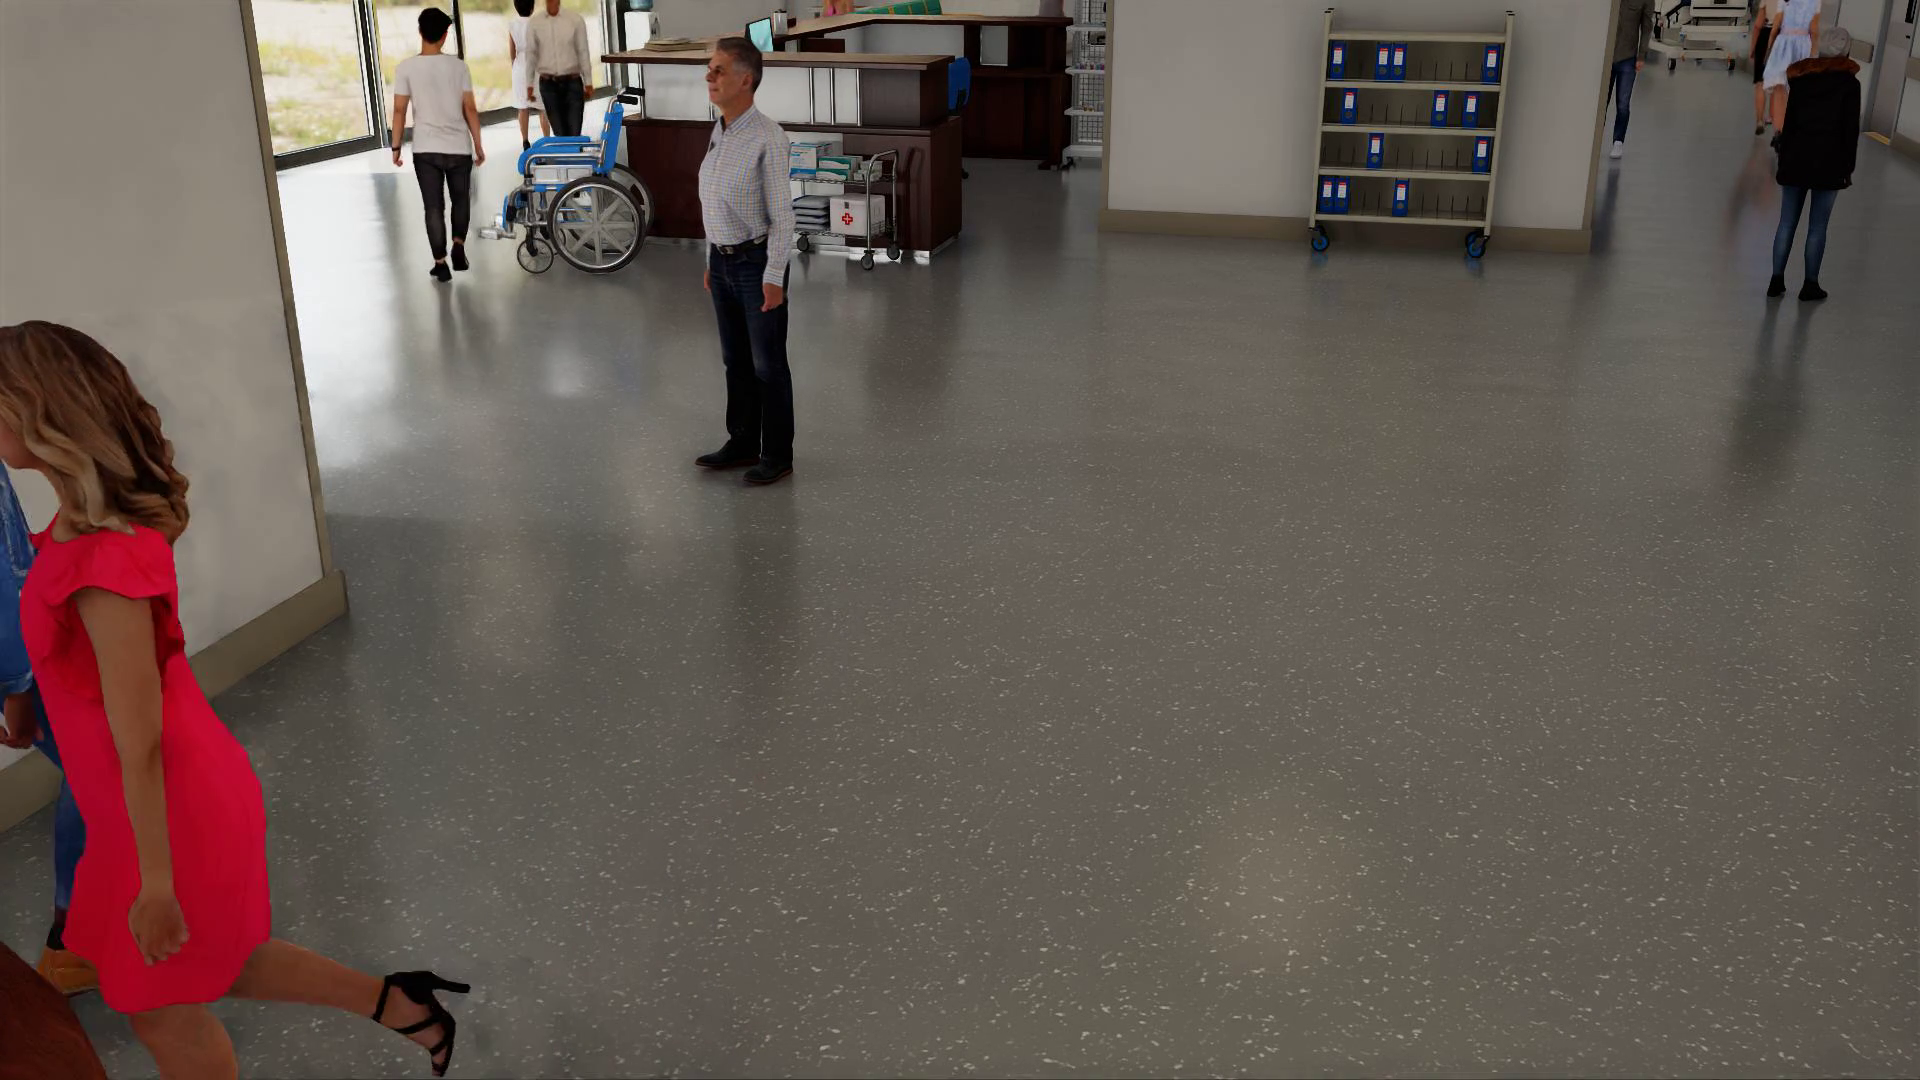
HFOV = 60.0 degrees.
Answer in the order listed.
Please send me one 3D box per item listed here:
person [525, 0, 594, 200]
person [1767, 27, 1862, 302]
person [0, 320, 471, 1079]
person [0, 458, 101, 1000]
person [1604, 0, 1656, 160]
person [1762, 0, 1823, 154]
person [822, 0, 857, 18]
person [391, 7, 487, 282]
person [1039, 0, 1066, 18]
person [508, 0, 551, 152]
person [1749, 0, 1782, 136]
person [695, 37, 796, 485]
[{"bbox_3d":[-3.280,-3.733,13.762,0.957,1.788,0.899,-1,21,-3],"label":"person"},{"bbox_3d":[5.239,-2.302,10.200,0.801,1.634,0.711,-19,28,-41],"label":"person"},{"bbox_3d":[-1.228,0.456,2.820,0.974,1.704,0.908,-12,24,-30],"label":"person"},{"bbox_3d":[-2.077,0.280,3.291,0.574,1.700,0.671,7,22,17],"label":"person"},{"bbox_3d":[6.376,-4.657,16.091,0.665,1.865,0.835,14,25,33],"label":"person"},{"bbox_3d":[8.012,-4.597,16.062,1.113,1.775,0.757,8,22,19],"label":"person"},{"bbox_3d":[-1.284,-4.861,16.766,0.760,1.769,0.832,17,27,38],"label":"person"},{"bbox_3d":[-3.317,-2.523,10.686,0.803,1.703,0.899,-9,23,-23],"label":"person"},{"bbox_3d":[1.402,-8.383,26.312,0.895,1.593,0.836,-14,25,-33],"label":"person"},{"bbox_3d":[-4.191,-4.550,16.244,0.503,1.556,0.648,2,21,5],"label":"person"},{"bbox_3d":[8.540,-5.093,17.468,1.082,1.706,0.877,11,23,26],"label":"person"},{"bbox_3d":[-0.877,-1.147,6.889,0.800,1.820,0.689,-18,27,-39],"label":"person"}]
